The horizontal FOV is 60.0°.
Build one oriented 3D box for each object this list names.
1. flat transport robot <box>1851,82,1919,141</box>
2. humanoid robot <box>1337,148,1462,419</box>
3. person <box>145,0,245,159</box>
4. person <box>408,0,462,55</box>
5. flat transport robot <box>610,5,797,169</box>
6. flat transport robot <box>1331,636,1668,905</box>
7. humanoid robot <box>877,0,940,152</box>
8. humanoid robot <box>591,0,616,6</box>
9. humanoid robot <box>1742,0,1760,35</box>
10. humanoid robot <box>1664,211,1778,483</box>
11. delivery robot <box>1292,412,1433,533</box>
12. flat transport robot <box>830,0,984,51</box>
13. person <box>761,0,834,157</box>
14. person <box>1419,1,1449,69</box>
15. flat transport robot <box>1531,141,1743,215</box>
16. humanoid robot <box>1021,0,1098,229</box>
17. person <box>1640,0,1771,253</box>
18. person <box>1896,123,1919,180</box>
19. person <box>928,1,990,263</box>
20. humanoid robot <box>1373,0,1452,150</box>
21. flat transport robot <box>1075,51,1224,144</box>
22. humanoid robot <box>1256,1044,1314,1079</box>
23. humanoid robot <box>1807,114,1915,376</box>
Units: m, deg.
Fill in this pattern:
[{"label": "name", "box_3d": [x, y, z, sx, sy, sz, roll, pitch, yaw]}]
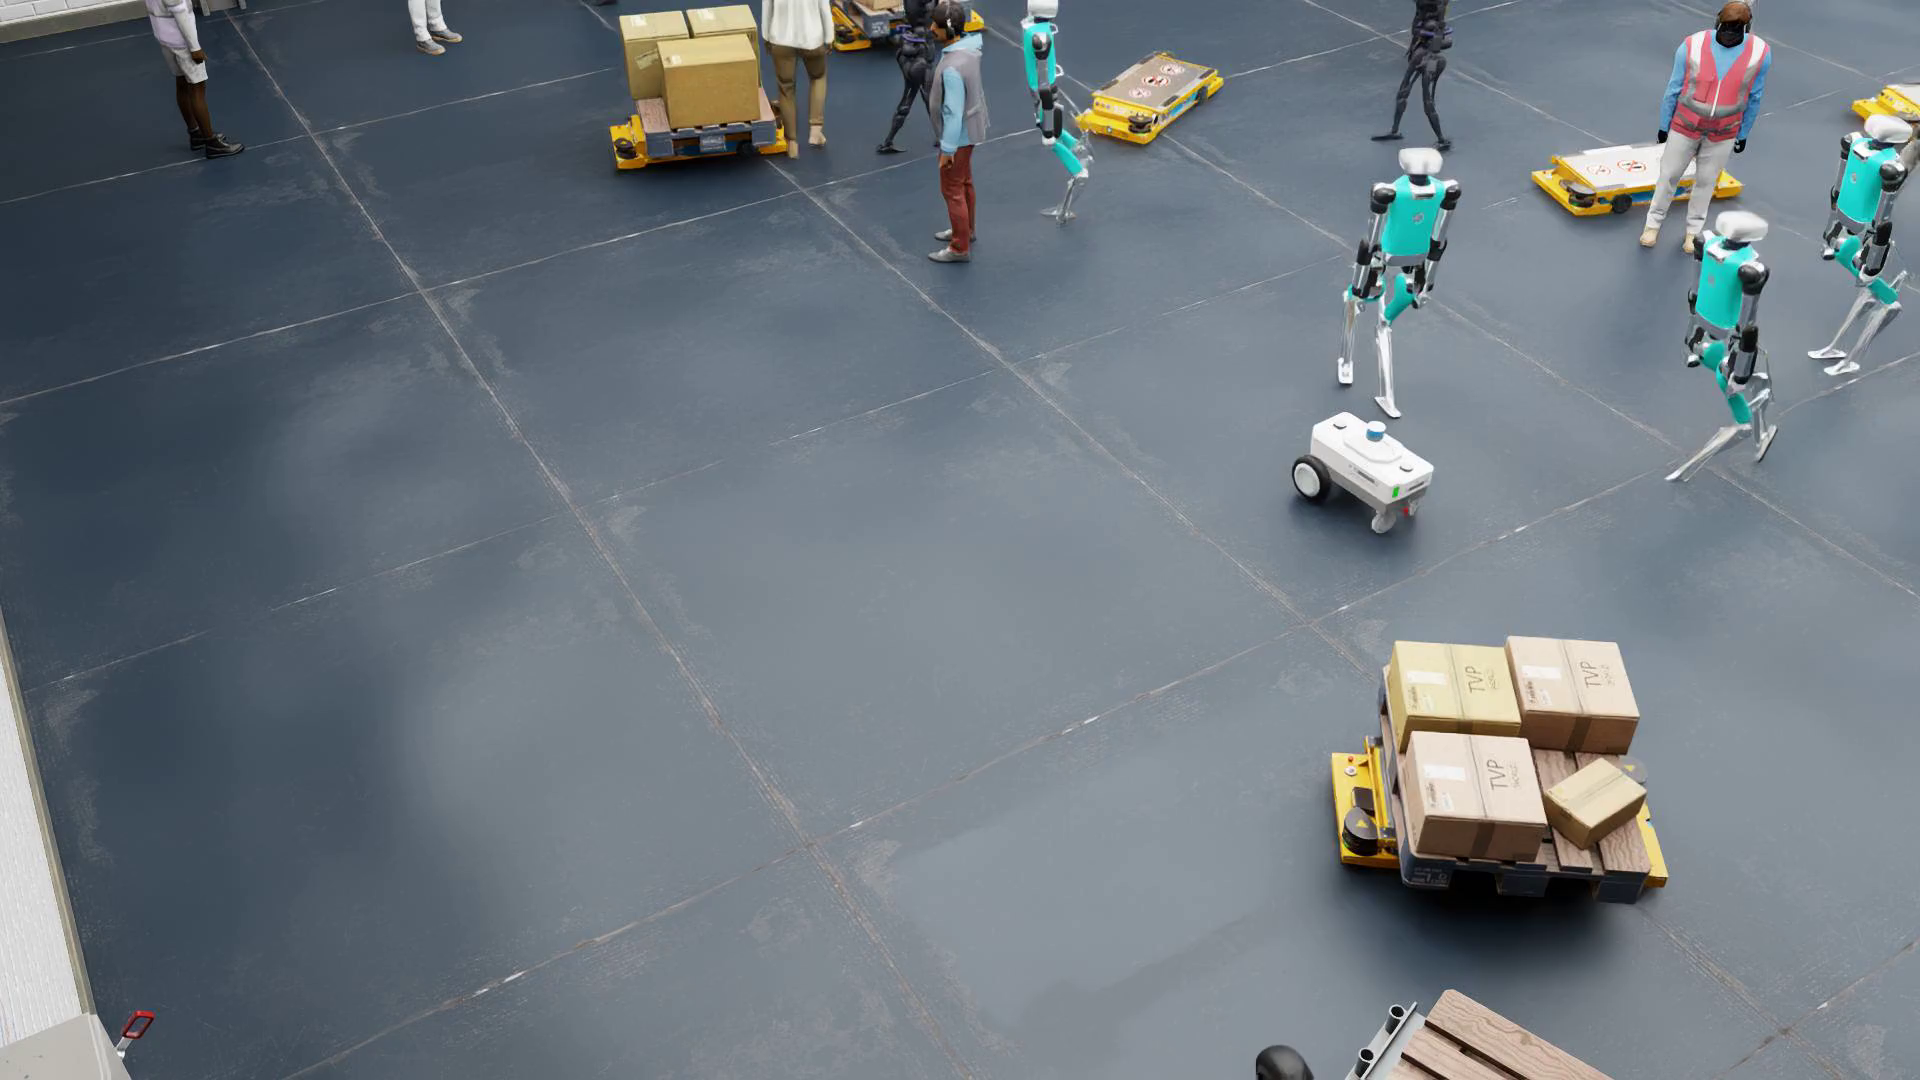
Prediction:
[{"label": "flat transport robot", "box_3d": [8.260, -3.584, 13.814, 1.431, 0.231, 0.659, -8, 39, -10]}, {"label": "humanoid robot", "box_3d": [2.597, -1.668, 10.232, 0.546, 1.776, 0.869, -6, 39, -7]}, {"label": "person", "box_3d": [-6.041, -3.920, 12.898, 0.541, 1.935, 0.361, 31, 48, 33]}, {"label": "person", "box_3d": [-4.759, -5.259, 14.630, 0.355, 1.881, 0.574, 13, 40, 16]}, {"label": "flat transport robot", "box_3d": [-2.080, -3.287, 13.439, 1.431, 0.231, 0.659, -9, 39, -11]}, {"label": "flat transport robot", "box_3d": [2.476, 1.256, 7.707, 1.431, 0.231, 0.659, 3, 39, 4]}, {"label": "humanoid robot", "box_3d": [-0.325, -3.813, 12.996, 0.709, 1.618, 0.609, -12, 40, -15]}, {"label": "humanoid robot", "box_3d": [-3.448, -5.887, 15.591, 0.347, 1.647, 0.593, 8, 39, 10]}, {"label": "humanoid robot", "box_3d": [7.133, -5.181, 14.686, 0.530, 1.812, 0.767, -1, 38, -1]}, {"label": "humanoid robot", "box_3d": [4.567, -1.101, 9.523, 1.012, 1.762, 0.556, -10, 40, -13]}, {"label": "delivery robot", "box_3d": [2.340, -0.424, 9.612, 0.518, 0.614, 0.785, -24, 44, -27]}, {"label": "flat transport robot", "box_3d": [-0.560, -4.811, 15.363, 1.431, 0.231, 0.659, -15, 41, -18]}, {"label": "person", "box_3d": [-1.259, -3.851, 12.949, 0.561, 1.744, 0.434, -2, 38, -3]}, {"label": "person", "box_3d": [4.192, -4.983, 14.395, 0.344, 1.748, 0.539, 4, 39, 5]}, {"label": "flat transport robot", "box_3d": [5.220, -2.796, 12.820, 1.431, 0.231, 0.659, -9, 39, -12]}, {"label": "humanoid robot", "box_3d": [0.780, -3.024, 11.945, 0.711, 1.813, 0.534, -3, 39, -4]}, {"label": "person", "box_3d": [5.230, -2.893, 11.688, 0.628, 1.837, 0.431, 12, 40, 15]}, {"label": "person", "box_3d": [7.127, -3.010, 12.016, 0.844, 1.597, 0.522, 23, 44, 26]}, {"label": "person", "box_3d": [-0.009, -2.821, 11.565, 0.415, 1.871, 0.551, 5, 39, 7]}, {"label": "humanoid robot", "box_3d": [3.684, -3.865, 13.063, 0.554, 1.644, 0.616, 0, 38, 0]}, {"label": "flat transport robot", "box_3d": [1.612, -3.734, 14.004, 0.659, 0.231, 1.431, 22, 44, 26]}, {"label": "humanoid robot", "box_3d": [0.991, 2.260, 5.363, 0.612, 1.636, 0.820, -20, 43, -24]}, {"label": "humanoid robot", "box_3d": [5.741, -1.836, 10.412, 0.766, 1.750, 0.530, -6, 39, -8]}]
